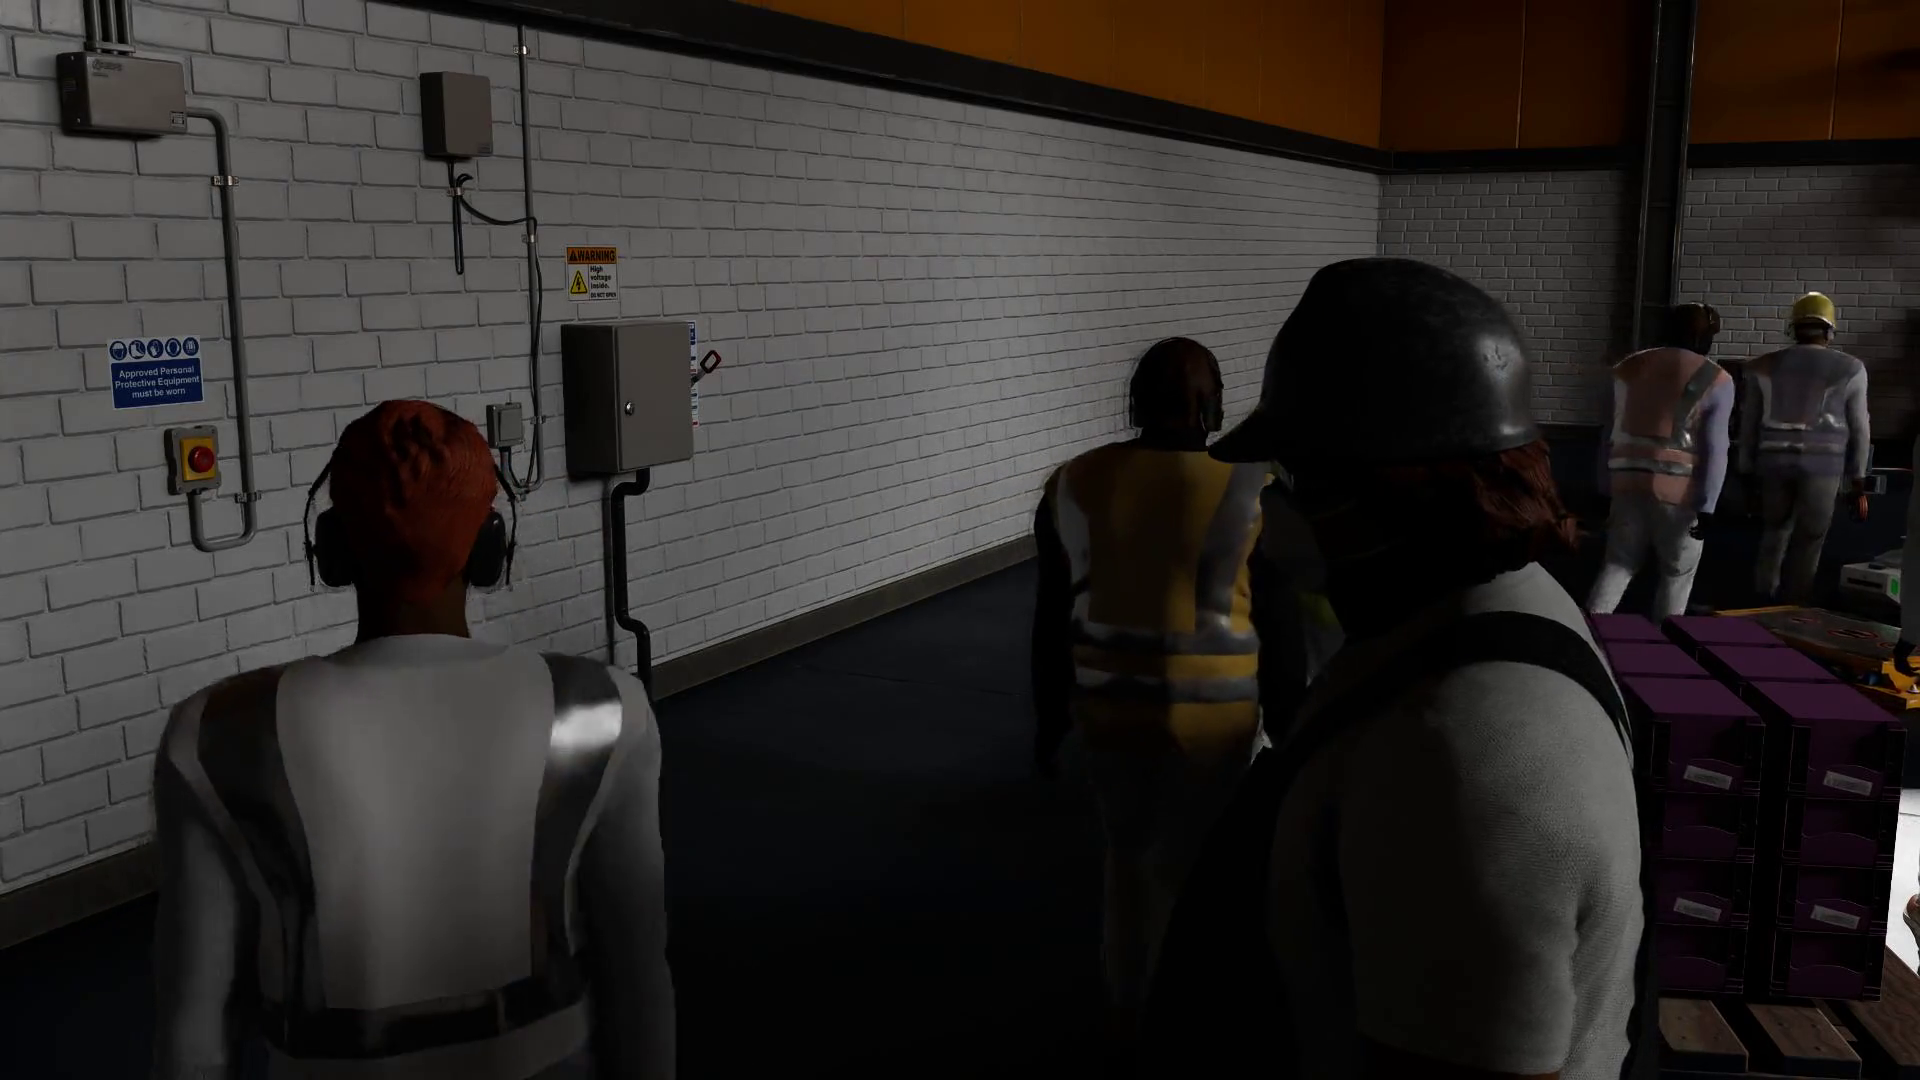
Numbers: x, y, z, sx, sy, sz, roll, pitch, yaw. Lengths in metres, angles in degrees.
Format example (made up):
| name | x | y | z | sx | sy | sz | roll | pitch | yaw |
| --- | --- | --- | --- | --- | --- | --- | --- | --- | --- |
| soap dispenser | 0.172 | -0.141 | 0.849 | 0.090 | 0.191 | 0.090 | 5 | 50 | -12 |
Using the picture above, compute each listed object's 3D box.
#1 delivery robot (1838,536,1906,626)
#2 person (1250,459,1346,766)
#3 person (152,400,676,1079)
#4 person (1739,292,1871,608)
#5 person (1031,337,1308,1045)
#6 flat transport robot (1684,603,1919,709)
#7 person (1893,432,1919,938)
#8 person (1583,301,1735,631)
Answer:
| name | x | y | z | sx | sy | sz | roll | pitch | yaw |
| --- | --- | --- | --- | --- | --- | --- | --- | --- | --- |
| delivery robot | 4.908 | 0.221 | 8.620 | 0.707 | 0.478 | 0.477 | -5 | 11 | -28 |
| person | 1.137 | 0.211 | 5.315 | 0.617 | 1.816 | 0.851 | 9 | 13 | 41 |
| person | -0.604 | 0.775 | 1.927 | 0.594 | 1.864 | 0.696 | -4 | 10 | -20 |
| person | 4.488 | -0.402 | 8.862 | 0.424 | 1.812 | 0.596 | -9 | 14 | -44 |
| person | 0.533 | 0.422 | 4.058 | 0.639 | 1.820 | 0.622 | 5 | 11 | 26 |
| flat transport robot | 4.188 | 0.523 | 7.967 | 0.652 | 0.197 | 1.431 | -3 | 10 | -18 |
| person | 3.025 | 0.263 | 4.797 | 0.573 | 1.887 | 0.355 | 5 | 11 | 27 |
| person | 3.229 | -0.212 | 7.797 | 0.643 | 1.810 | 0.643 | -7 | 12 | -37 |
